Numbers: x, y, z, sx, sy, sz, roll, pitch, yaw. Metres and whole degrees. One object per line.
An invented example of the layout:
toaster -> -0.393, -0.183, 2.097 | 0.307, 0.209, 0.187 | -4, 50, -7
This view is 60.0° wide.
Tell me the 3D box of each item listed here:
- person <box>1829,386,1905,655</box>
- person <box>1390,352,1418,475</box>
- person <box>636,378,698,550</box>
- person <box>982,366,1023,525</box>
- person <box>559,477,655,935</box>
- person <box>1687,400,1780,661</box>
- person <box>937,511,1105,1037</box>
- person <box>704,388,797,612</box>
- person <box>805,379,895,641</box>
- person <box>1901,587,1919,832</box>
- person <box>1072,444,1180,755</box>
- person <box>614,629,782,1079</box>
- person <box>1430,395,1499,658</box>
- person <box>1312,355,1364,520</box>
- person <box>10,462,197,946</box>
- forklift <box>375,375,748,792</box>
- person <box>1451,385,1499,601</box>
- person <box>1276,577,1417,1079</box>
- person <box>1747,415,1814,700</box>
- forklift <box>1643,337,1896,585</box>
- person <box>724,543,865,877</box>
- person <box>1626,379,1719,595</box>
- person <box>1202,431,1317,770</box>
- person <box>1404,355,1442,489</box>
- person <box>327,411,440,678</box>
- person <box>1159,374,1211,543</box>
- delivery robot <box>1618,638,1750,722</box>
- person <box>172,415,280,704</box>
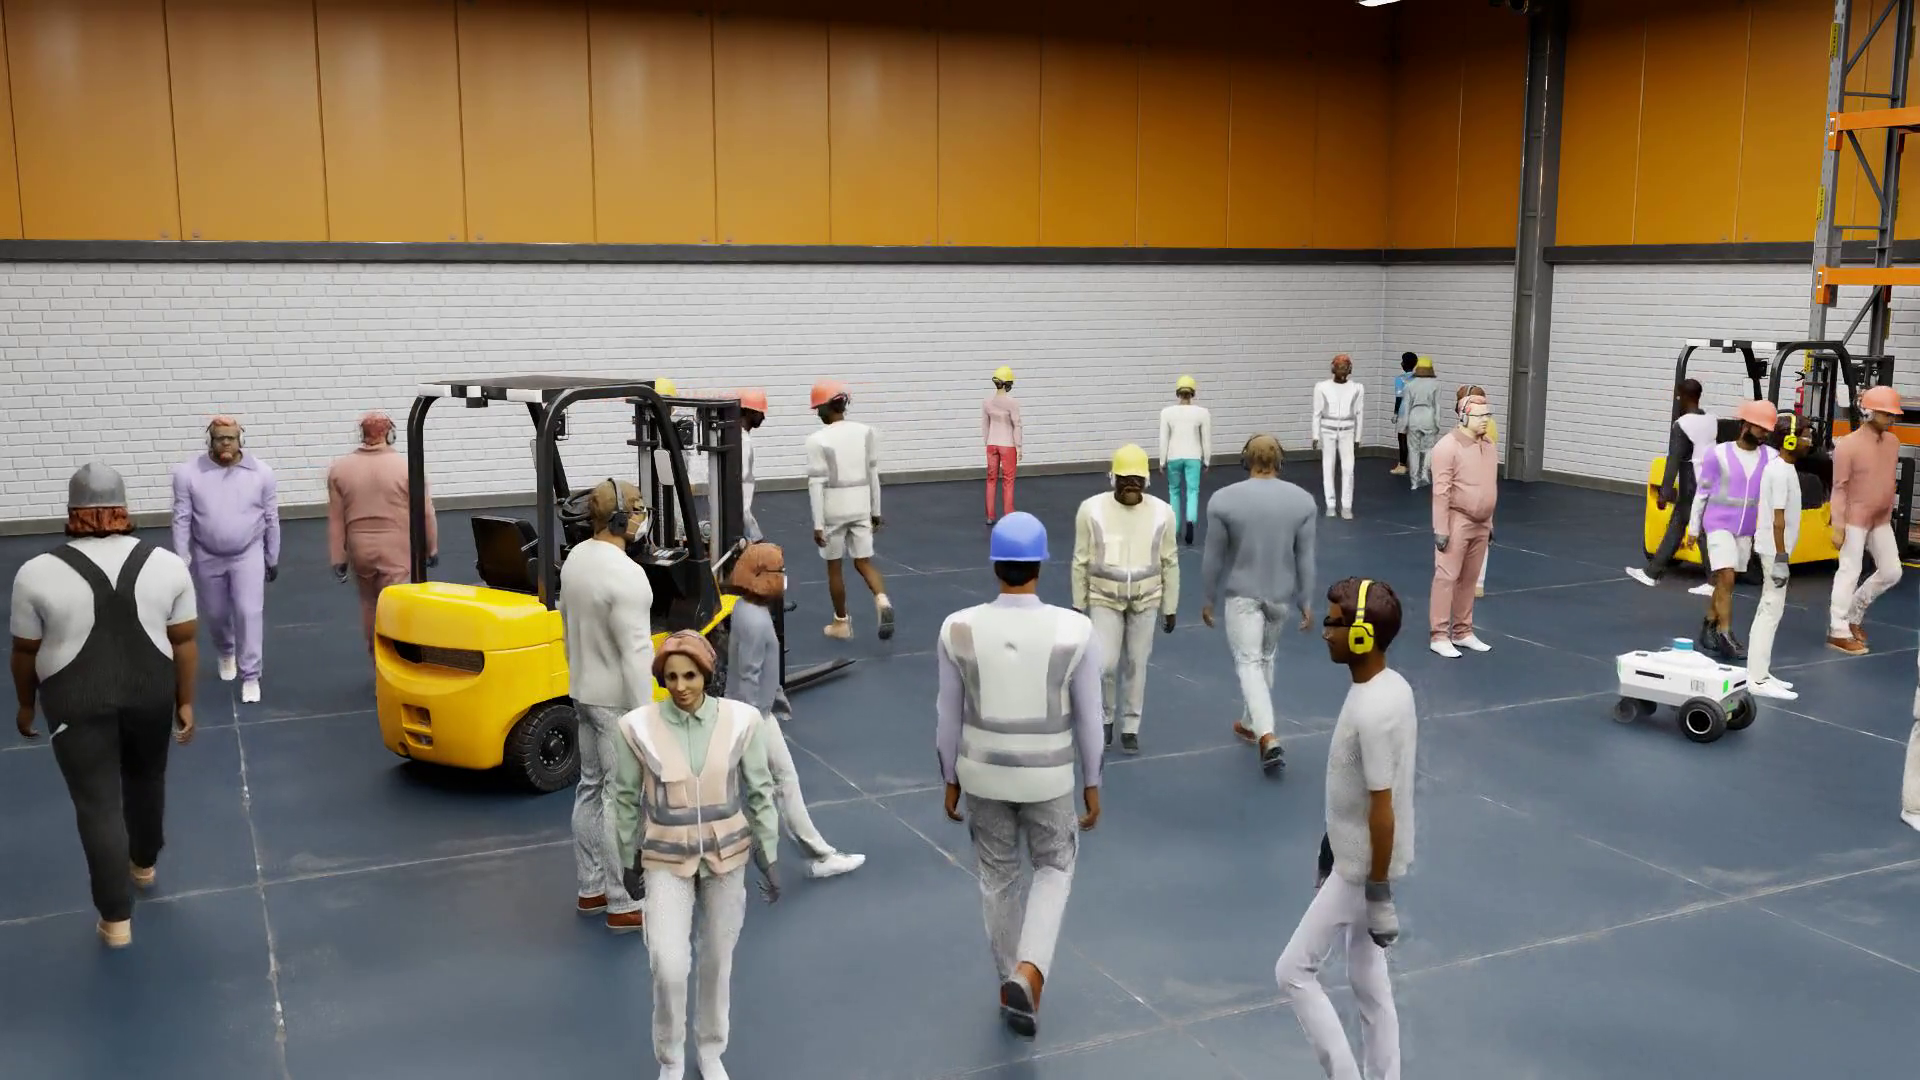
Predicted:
person -> 6.611, -0.139, 12.134 | 0.656, 1.975, 0.435 | -4, 10, -22
person -> 6.175, -1.743, 22.965 | 0.540, 1.696, 0.316 | -6, 11, -34
person -> -2.701, -0.571, 15.270 | 0.600, 1.831, 0.404 | 3, 10, 17
person -> 0.475, -1.022, 18.276 | 0.525, 1.769, 0.312 | 7, 12, 38
person -> -1.475, 0.696, 7.083 | 0.352, 1.937, 0.635 | -7, 11, -36
person -> 5.610, -0.076, 12.024 | 0.567, 1.878, 0.930 | -1, 9, -3
person -> 0.210, 0.863, 6.066 | 0.626, 1.931, 0.650 | 2, 9, 10
person -> -1.872, -0.302, 13.523 | 0.981, 1.874, 0.579 | -3, 10, -17
person -> -0.807, -0.189, 12.385 | 0.674, 2.002, 0.780 | -6, 11, -32
person -> 4.968, 0.650, 8.303 | 0.522, 1.636, 0.310 | -4, 10, -22
person -> 0.960, 0.348, 9.607 | 0.623, 1.817, 0.434 | 0, 9, -2
person -> -0.871, 1.098, 5.557 | 0.526, 1.622, 0.447 | -3, 10, -18
person -> 3.709, -0.105, 12.151 | 0.642, 1.909, 0.399 | -7, 11, -36
person -> 4.274, -1.155, 18.827 | 0.577, 1.859, 0.728 | 1, 9, 9
person -> -3.699, 0.631, 7.167 | 0.687, 2.000, 0.989 | -8, 12, -39
forklift -> -2.268, 0.149, 9.685 | 1.214, 2.155, 2.313 | 6, 11, 32
person -> 4.320, -0.394, 14.148 | 0.430, 1.844, 0.624 | 7, 12, 37
person -> 1.235, 1.027, 5.294 | 0.494, 1.853, 0.525 | 4, 10, 26
person -> 5.406, 0.116, 10.998 | 0.403, 1.876, 0.554 | 4, 10, 22
forklift -> 7.551, -0.789, 15.507 | 2.313, 2.155, 1.214 | -4, 10, -25
person -> -0.927, 0.791, 7.605 | 0.896, 1.579, 0.512 | -2, 9, -15
person -> 6.292, -0.463, 14.496 | 0.947, 1.859, 0.623 | 9, 13, 44
person -> 1.722, 0.332, 9.494 | 0.641, 1.903, 0.988 | -1, 9, -6
person -> 5.959, -1.512, 21.442 | 0.485, 1.731, 0.348 | 4, 10, 23
person -> -3.808, 0.074, 11.138 | 0.644, 1.875, 0.855 | 1, 9, 4
person -> 2.325, -0.838, 17.237 | 0.531, 1.744, 0.756 | 1, 9, 9
delivery robot -> 4.403, 0.844, 10.151 | 0.477, 0.478, 0.707 | -8, 12, -41
person -> -4.861, 0.091, 11.065 | 0.642, 1.872, 0.917 | -3, 10, -19
